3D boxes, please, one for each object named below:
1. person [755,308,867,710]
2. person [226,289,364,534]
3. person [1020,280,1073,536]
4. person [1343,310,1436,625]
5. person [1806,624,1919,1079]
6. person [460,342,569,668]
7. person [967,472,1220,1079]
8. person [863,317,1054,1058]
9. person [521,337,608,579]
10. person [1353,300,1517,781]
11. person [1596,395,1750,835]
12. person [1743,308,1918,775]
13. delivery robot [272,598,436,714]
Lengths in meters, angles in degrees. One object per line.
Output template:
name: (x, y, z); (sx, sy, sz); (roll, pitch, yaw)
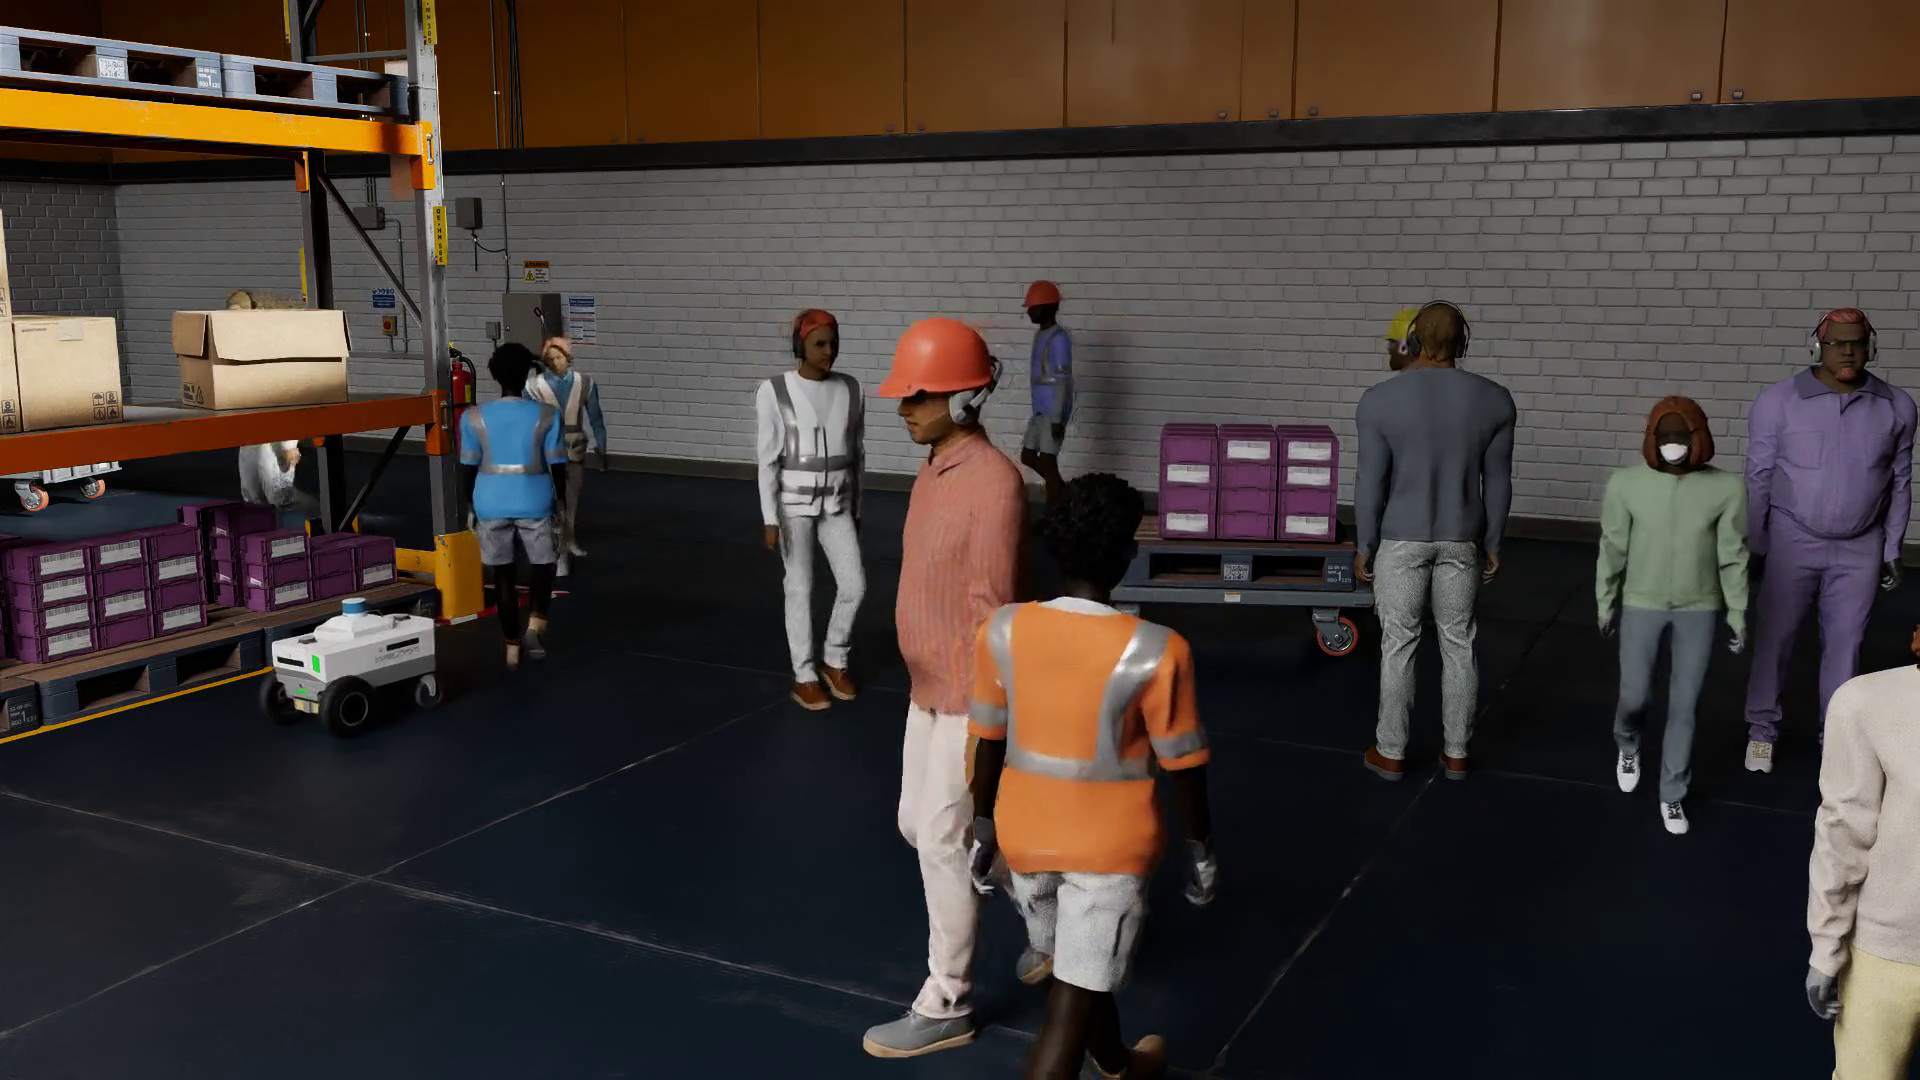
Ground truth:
person: (-0.673, -0.130, 7.720); (0.590, 1.871, 0.420); (-5, 11, -29)
person: (-4.382, -0.683, 10.843); (0.765, 1.912, 0.629); (-8, 13, -39)
person: (0.677, -0.981, 12.468); (0.475, 1.923, 0.556); (-3, 10, -15)
person: (2.496, -0.409, 9.538); (0.855, 1.795, 0.618); (7, 12, 33)
person: (1.840, 0.792, 3.091); (0.496, 1.629, 0.277); (4, 10, 20)
person: (-2.241, -0.148, 8.384); (0.536, 1.681, 0.492); (-2, 10, -10)
person: (0.302, 0.667, 3.727); (0.545, 1.643, 0.890); (7, 12, 35)
person: (0.058, 0.392, 4.443); (0.631, 1.967, 0.627); (-4, 10, -20)
person: (-2.678, -0.586, 11.206); (0.547, 1.581, 0.915); (-5, 11, -26)
person: (1.884, 0.014, 6.691); (0.631, 1.940, 0.372); (0, 10, 1)
person: (2.640, 0.272, 6.186); (0.520, 1.604, 0.420); (3, 10, 17)
person: (3.510, 0.019, 6.751); (0.643, 1.909, 0.410); (2, 10, 11)
delivery robot: (-2.736, 0.506, 7.552); (0.477, 0.478, 0.707); (6, 12, 31)
